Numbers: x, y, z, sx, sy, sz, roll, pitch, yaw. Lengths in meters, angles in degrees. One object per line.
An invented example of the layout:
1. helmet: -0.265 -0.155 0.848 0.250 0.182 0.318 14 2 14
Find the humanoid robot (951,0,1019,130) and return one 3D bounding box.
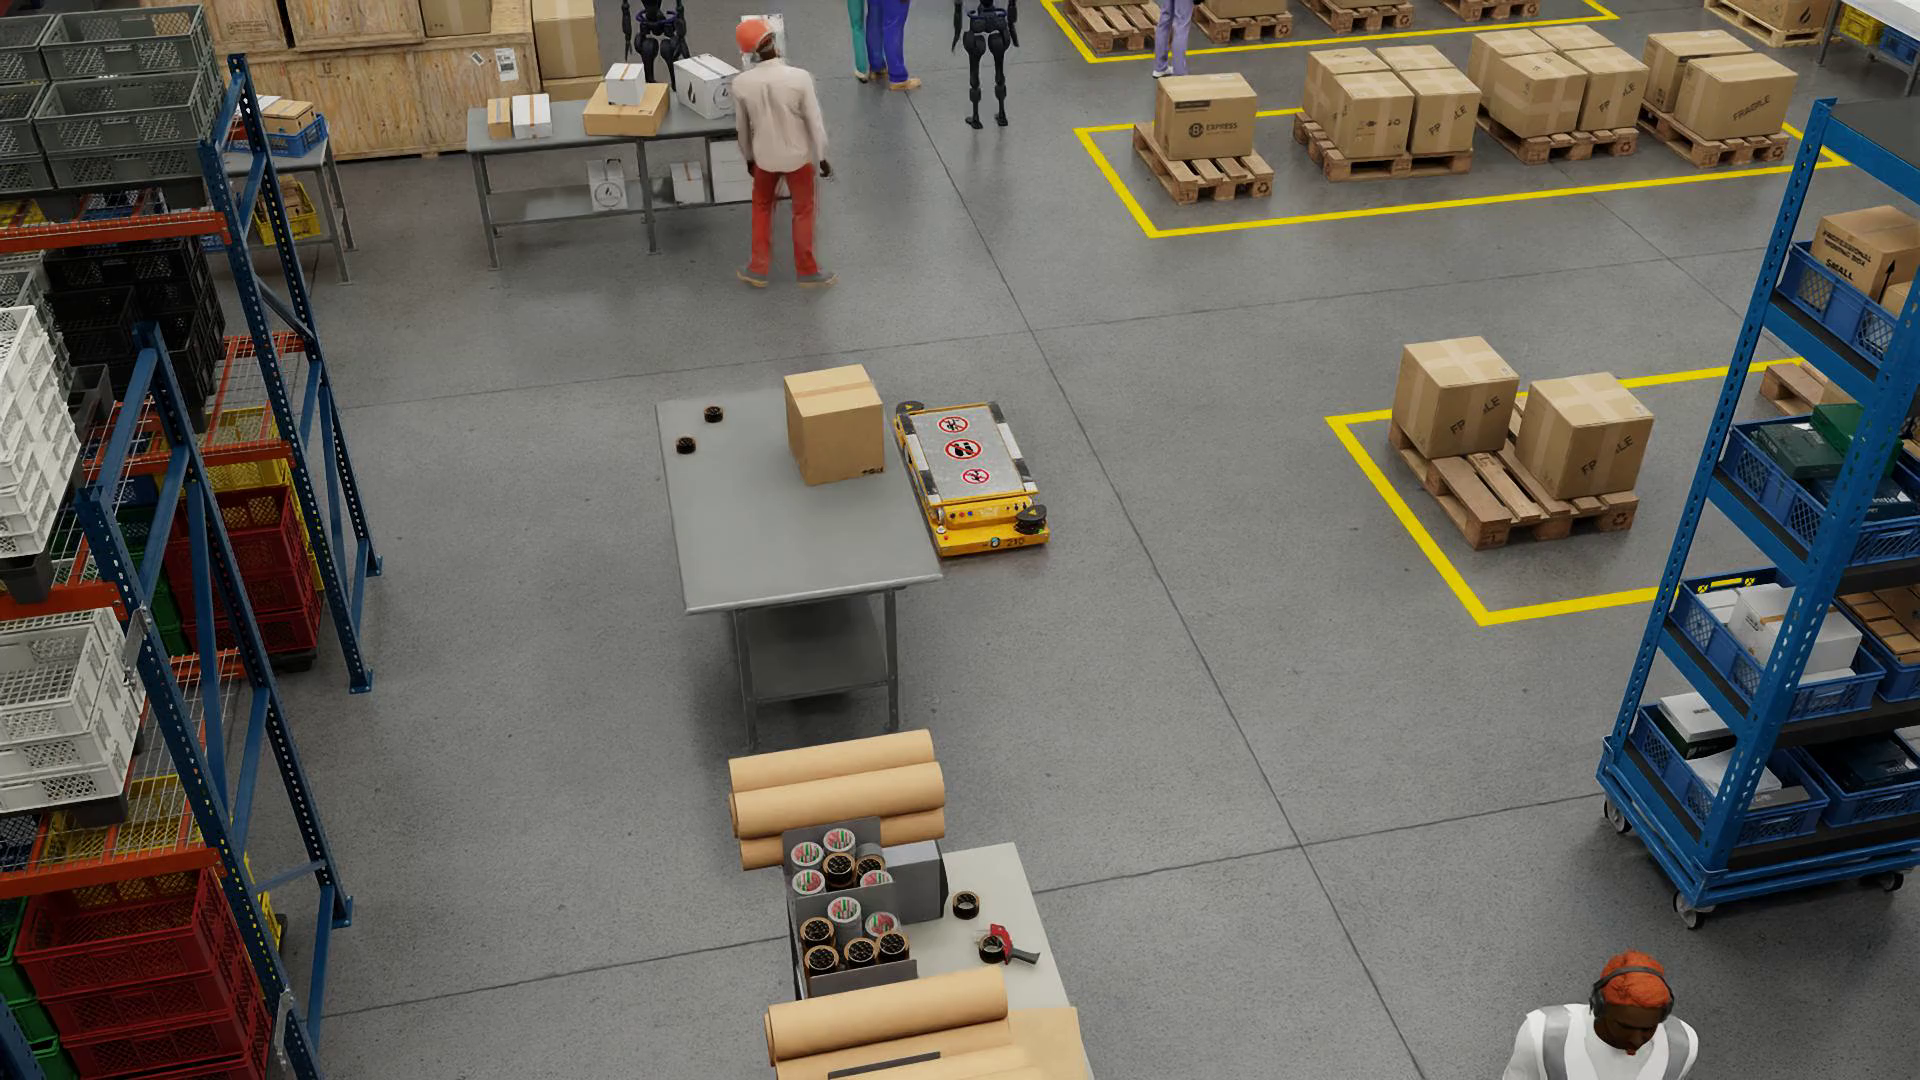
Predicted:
1. humanoid robot: 0.221 -4.365 14.229 0.611 1.657 0.315 -10 38 -13

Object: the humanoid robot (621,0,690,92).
1. humanoid robot: -2.574 -4.271 14.110 0.579 1.652 0.308 7 37 9

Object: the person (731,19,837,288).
1. person: -1.281 -2.687 11.770 0.732 1.943 0.390 10 38 13

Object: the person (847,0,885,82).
1. person: -0.879 -5.052 15.096 0.551 1.756 0.429 -6 37 -8

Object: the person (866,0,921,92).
1. person: -0.618 -5.089 14.910 0.537 2.000 0.680 -21 42 -26

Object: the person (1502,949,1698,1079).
1. person: 2.013 2.021 5.485 0.573 1.883 0.354 1 37 1

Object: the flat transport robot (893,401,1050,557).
1. flat transport robot: 0.046 -0.430 10.108 0.652 0.197 1.431 -8 37 -10

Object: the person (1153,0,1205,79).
1. person: 1.994 -5.069 14.978 0.363 1.926 0.593 -22 42 -26
